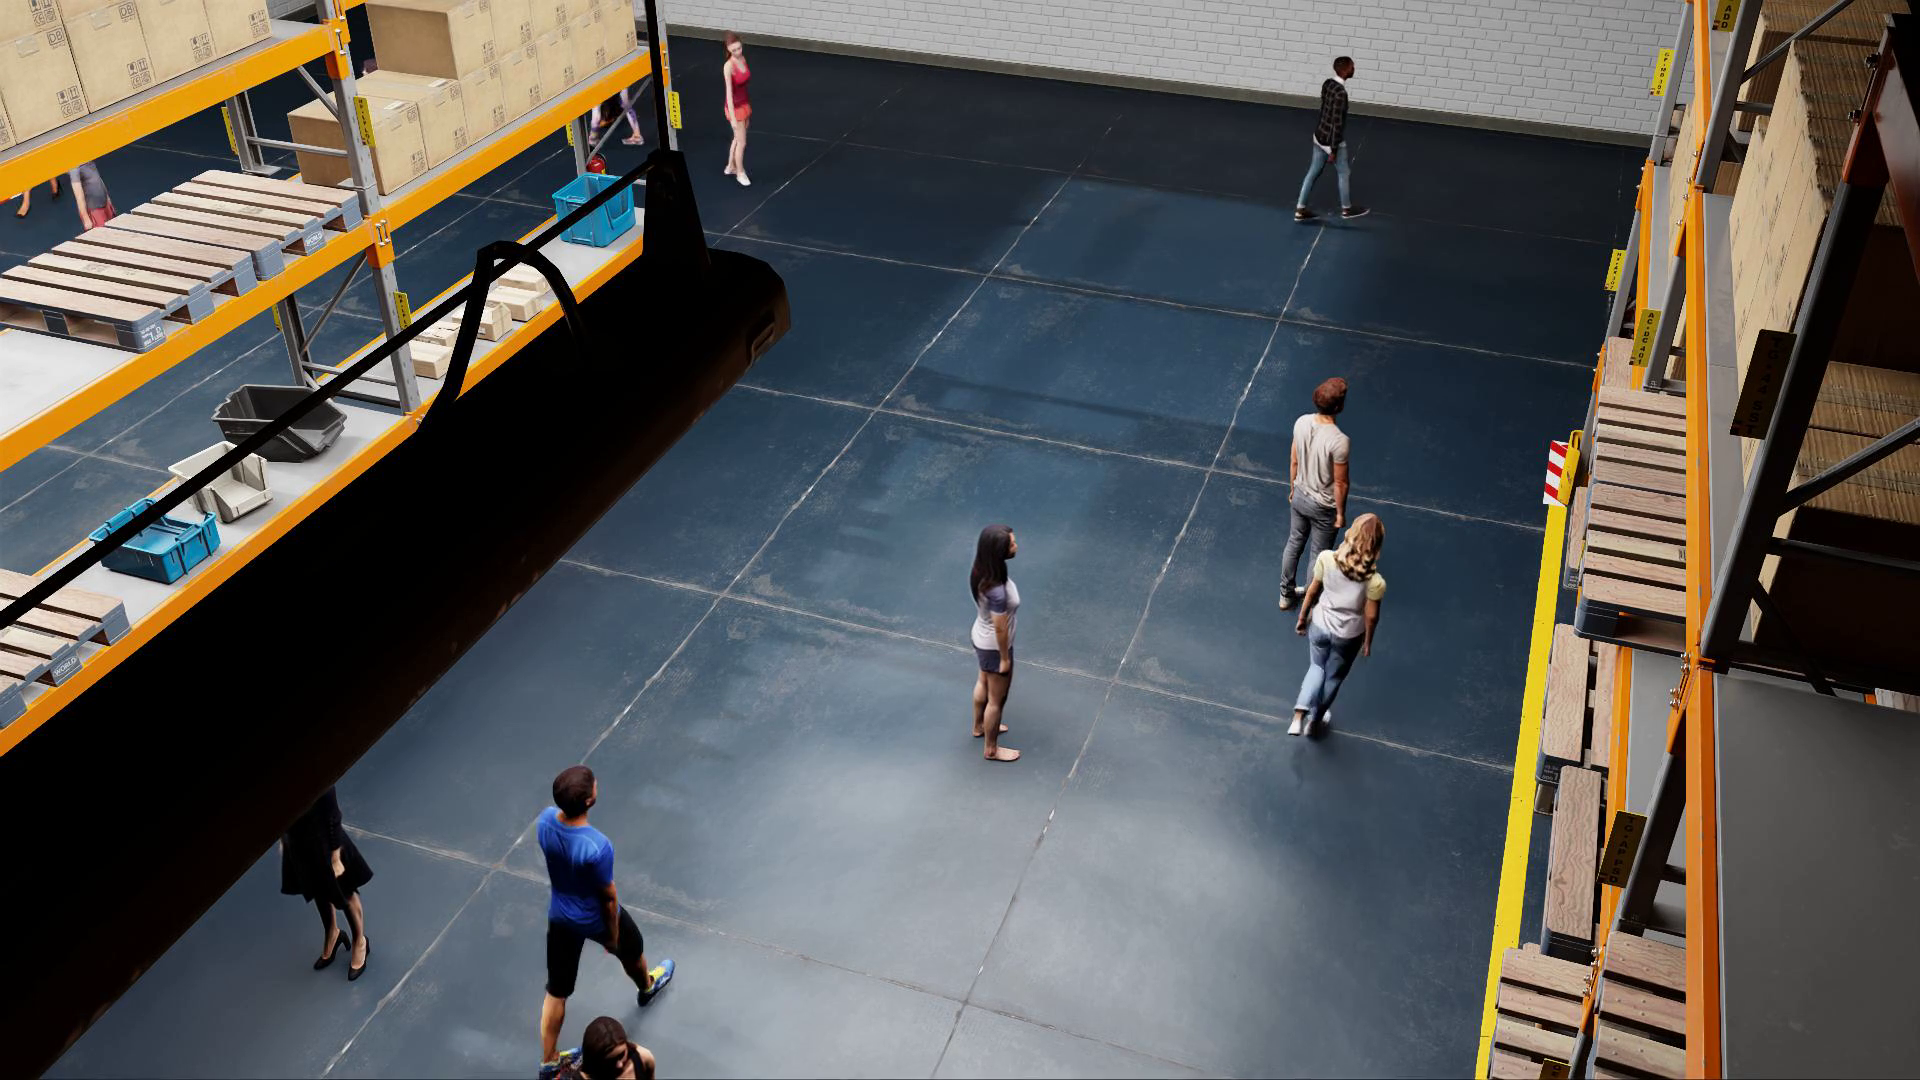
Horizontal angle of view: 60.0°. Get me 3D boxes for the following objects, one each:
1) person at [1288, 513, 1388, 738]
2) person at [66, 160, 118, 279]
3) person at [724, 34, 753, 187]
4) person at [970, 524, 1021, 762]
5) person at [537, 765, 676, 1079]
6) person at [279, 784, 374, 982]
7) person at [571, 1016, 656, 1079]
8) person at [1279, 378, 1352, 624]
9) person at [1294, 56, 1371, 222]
[{"bbox_3d":[2.340,0.631,10.447,0.783,1.703,0.860,19,38,26],"label":"person"},{"bbox_3d":[-8.532,-3.195,16.265,0.801,1.635,0.857,2,34,2],"label":"person"},{"bbox_3d":[-2.495,-4.841,18.661,0.738,1.724,0.605,6,34,8],"label":"person"},{"bbox_3d":[0.218,0.621,10.460,0.735,1.706,0.630,-7,34,-11],"label":"person"},{"bbox_3d":[-1.953,1.954,8.349,0.709,1.823,1.253,15,37,22],"label":"person"},{"bbox_3d":[-3.439,1.649,8.875,0.602,1.748,0.570,14,36,20],"label":"person"},{"bbox_3d":[-1.505,2.692,7.362,0.620,1.686,0.720,-25,41,-33],"label":"person"},{"bbox_3d":[2.494,-0.284,11.648,0.741,1.898,0.736,-24,40,-31],"label":"person"},{"bbox_3d":[3.834,-4.227,17.680,1.097,1.787,1.119,-8,34,-12],"label":"person"}]
